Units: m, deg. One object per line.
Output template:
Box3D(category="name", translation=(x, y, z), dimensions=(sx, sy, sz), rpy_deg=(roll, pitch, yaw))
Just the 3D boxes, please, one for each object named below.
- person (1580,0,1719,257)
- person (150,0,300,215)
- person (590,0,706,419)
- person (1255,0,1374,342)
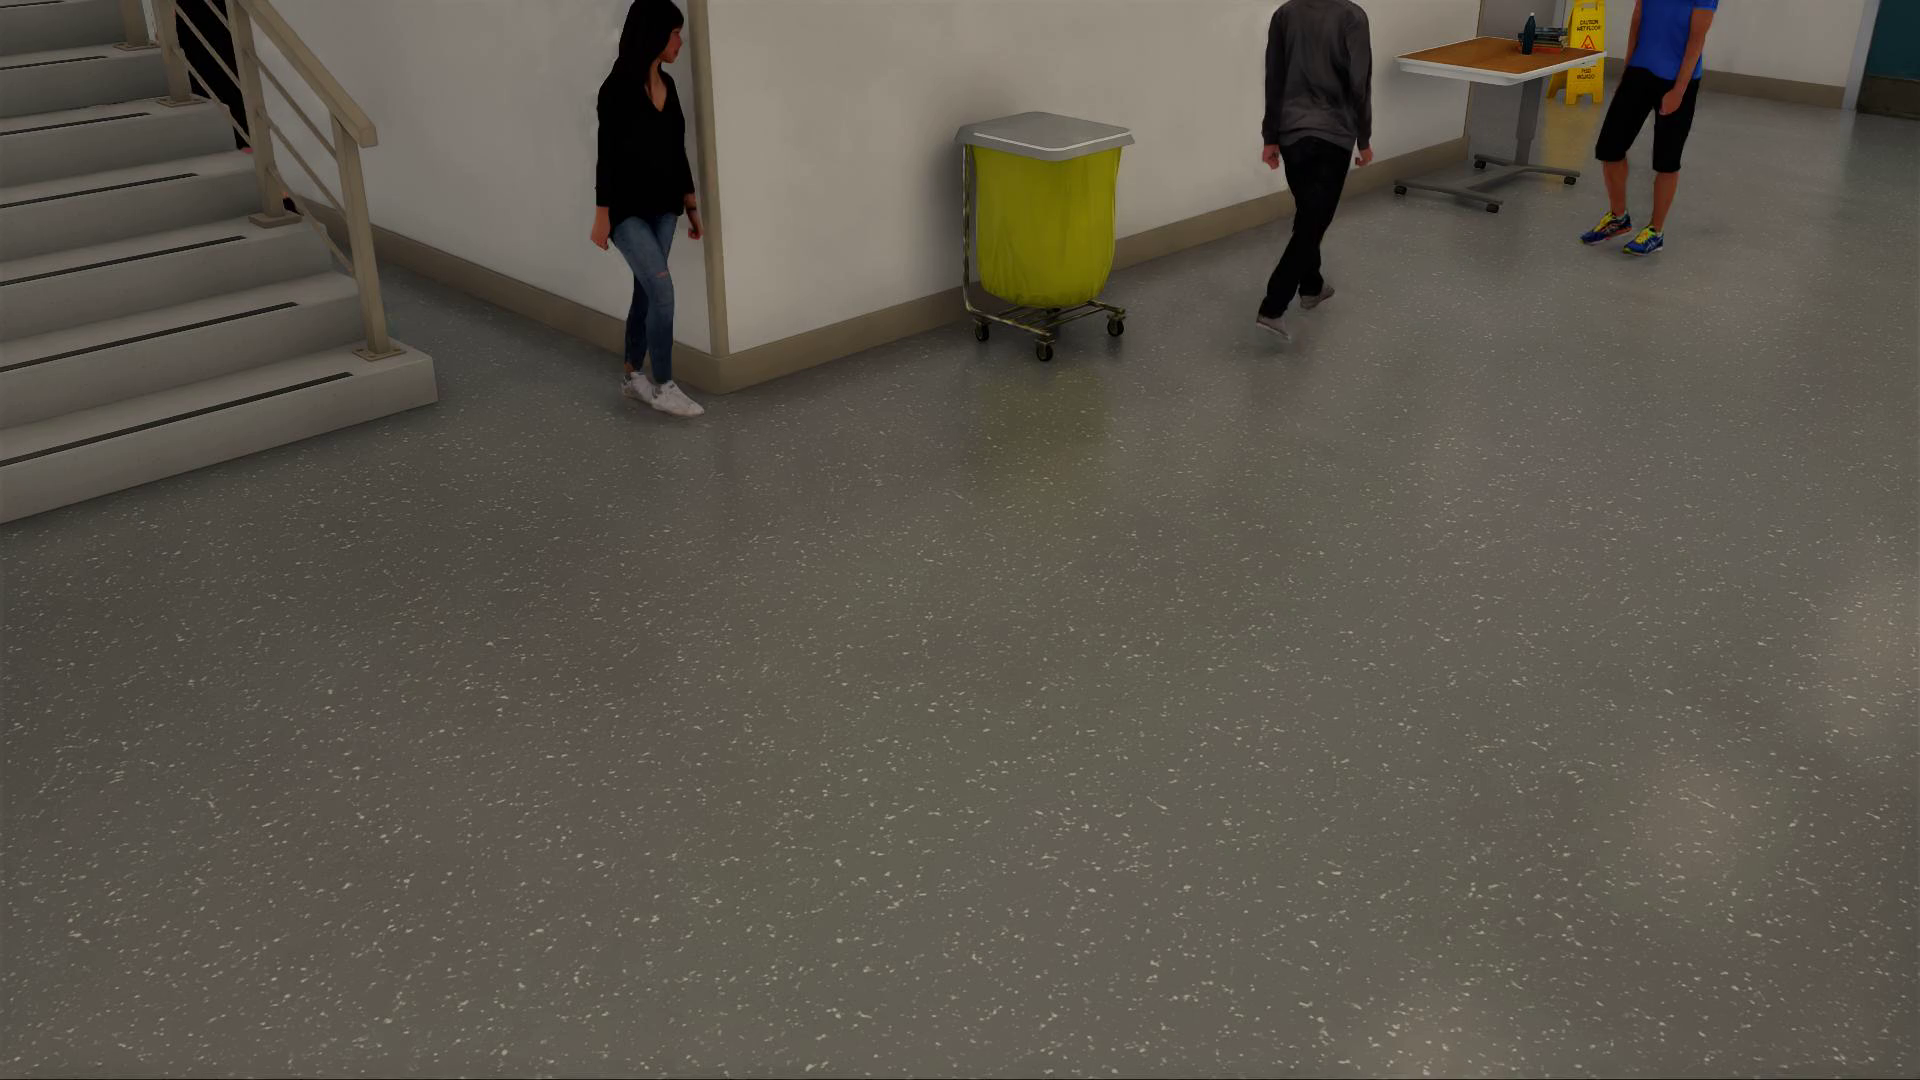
Box3D(category="person", translation=(3.665, -2.377, 8.543), dimensions=(0.703, 1.845, 0.634), rpy_deg=(-17, 31, -32))
Box3D(category="person", translation=(-3.676, -2.275, 8.306), dimensions=(1.168, 1.866, 0.798), rpy_deg=(17, 31, 31))
Box3D(category="person", translation=(-1.313, -1.308, 6.594), dimensions=(0.802, 1.613, 0.699), rpy_deg=(16, 30, 30))
Box3D(category="person", translation=(1.538, -1.726, 7.325), dimensions=(1.099, 1.731, 0.751), rpy_deg=(20, 32, 35))
